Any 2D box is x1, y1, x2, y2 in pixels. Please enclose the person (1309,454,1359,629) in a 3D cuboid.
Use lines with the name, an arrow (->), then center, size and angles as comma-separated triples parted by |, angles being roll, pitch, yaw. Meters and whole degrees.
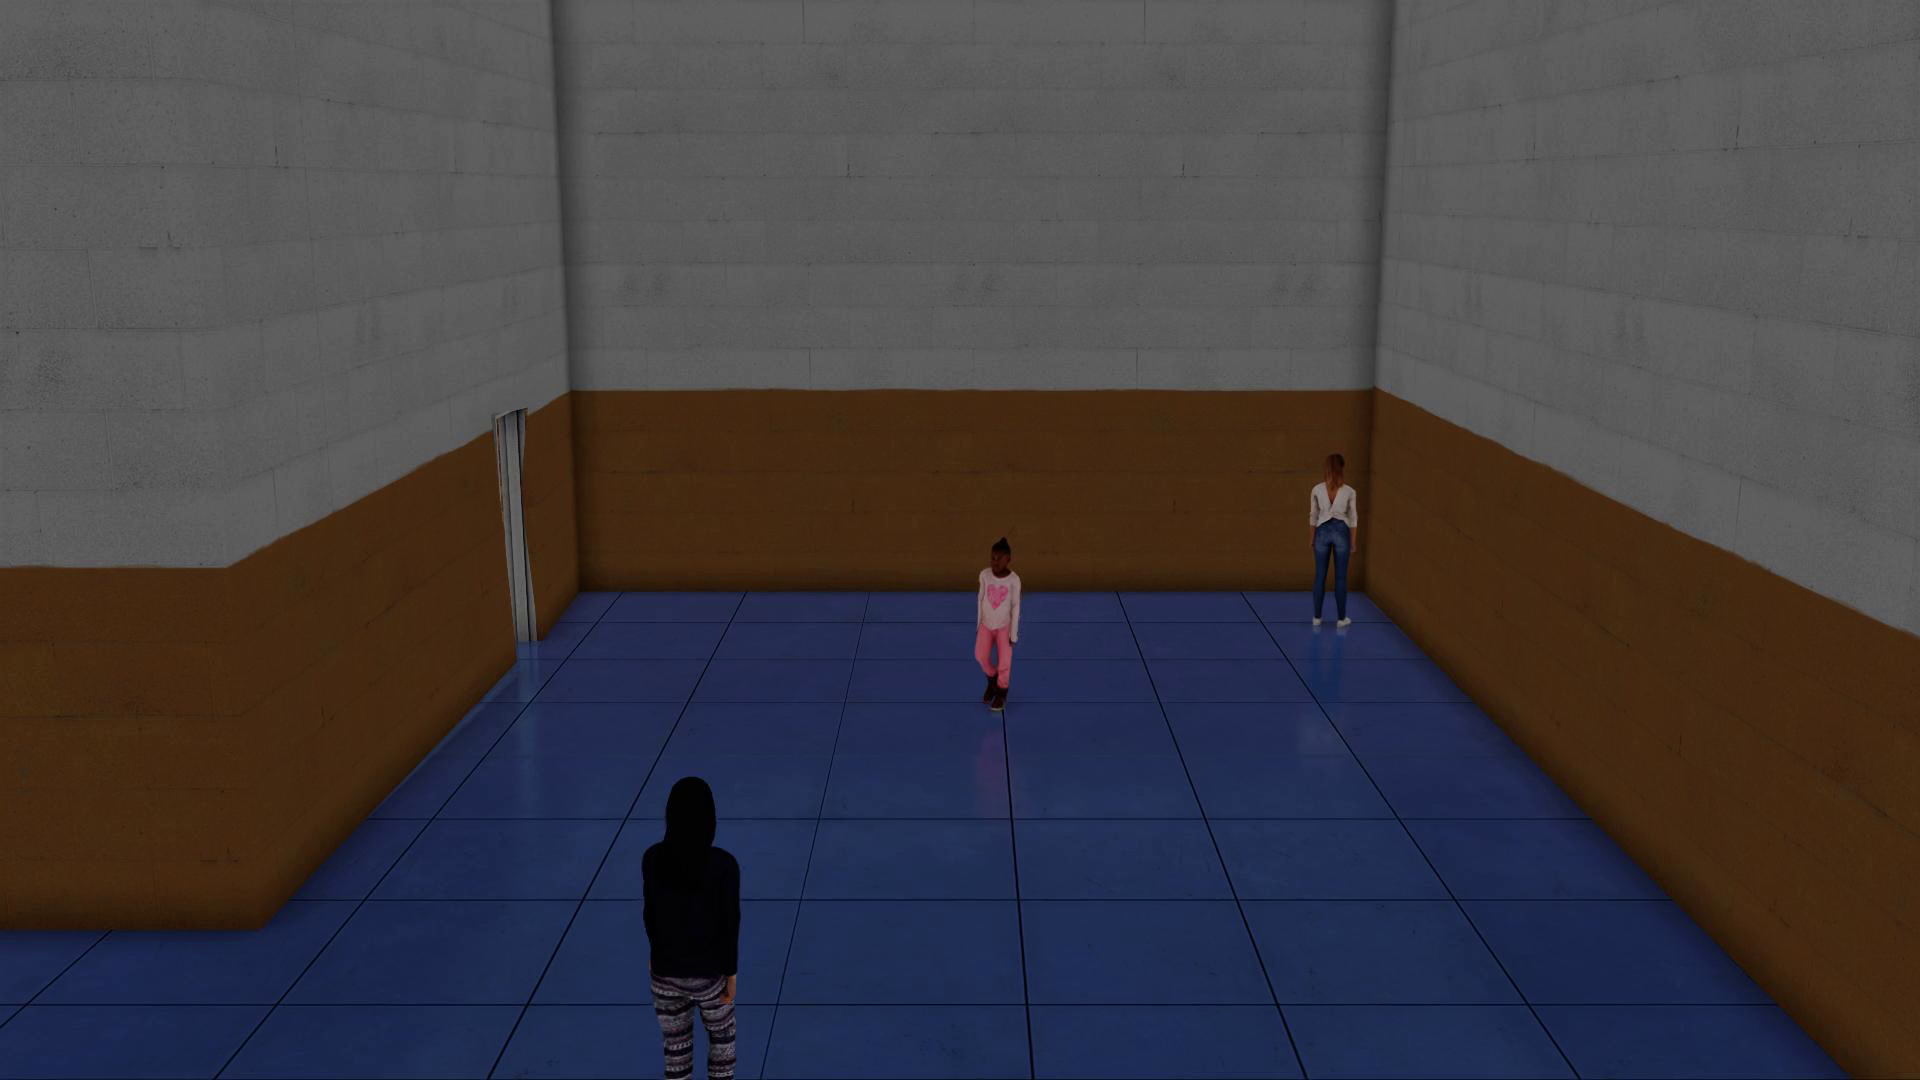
person -> 3.672, 0.001, 16.404 | 0.581, 1.723, 0.737 | 5, 13, 21

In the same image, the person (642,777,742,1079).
person -> -1.218, 1.915, 7.329 | 0.649, 1.718, 0.710 | 1, 12, 4

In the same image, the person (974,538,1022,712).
person -> 0.335, 0.682, 13.855 | 0.635, 1.442, 0.715 | 6, 13, 25
